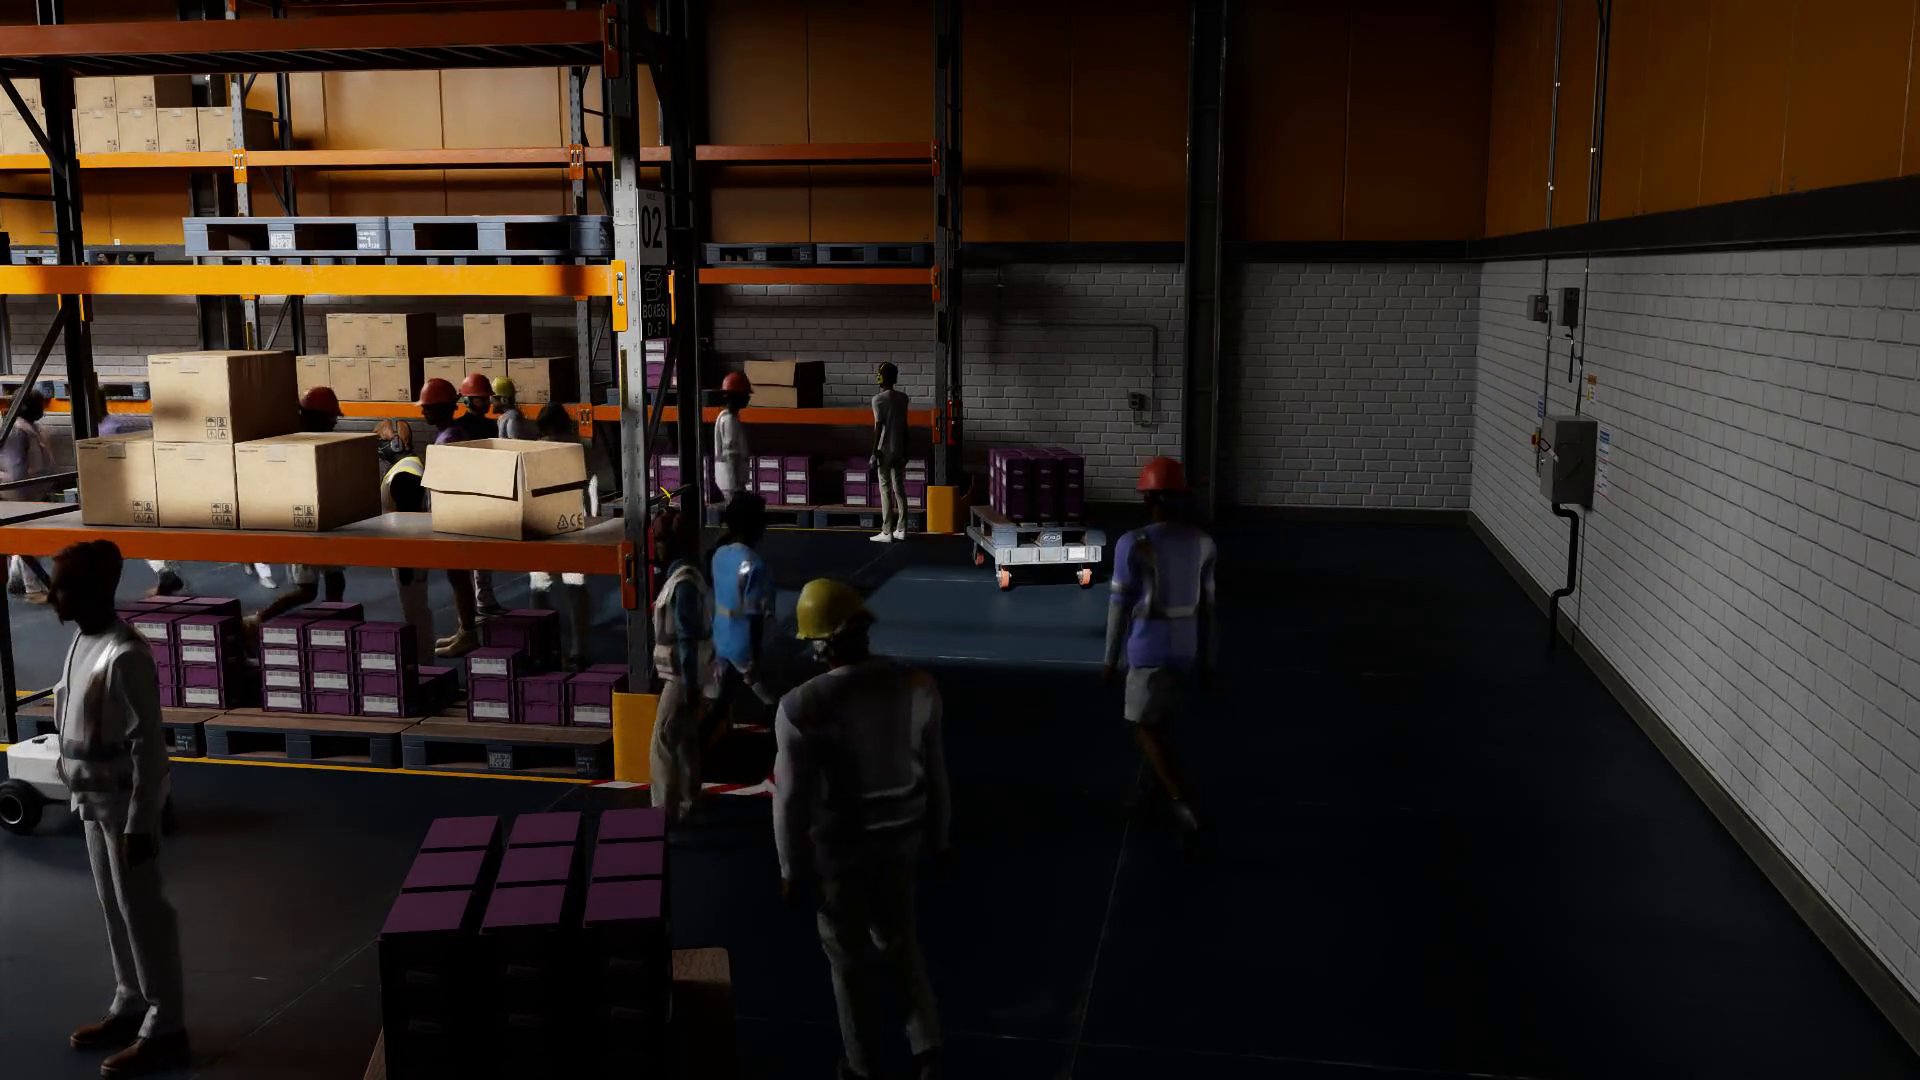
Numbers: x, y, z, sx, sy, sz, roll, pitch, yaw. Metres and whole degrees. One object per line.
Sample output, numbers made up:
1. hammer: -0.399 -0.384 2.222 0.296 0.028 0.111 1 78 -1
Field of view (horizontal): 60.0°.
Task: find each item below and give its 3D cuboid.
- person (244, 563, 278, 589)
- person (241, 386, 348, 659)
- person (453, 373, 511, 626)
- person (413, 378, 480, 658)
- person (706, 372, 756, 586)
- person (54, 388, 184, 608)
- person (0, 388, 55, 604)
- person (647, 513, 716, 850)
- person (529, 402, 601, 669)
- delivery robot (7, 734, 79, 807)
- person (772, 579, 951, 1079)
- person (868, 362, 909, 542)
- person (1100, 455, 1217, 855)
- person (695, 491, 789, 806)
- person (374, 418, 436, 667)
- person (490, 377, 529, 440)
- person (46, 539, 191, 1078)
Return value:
1. person: -6.307 -0.461 14.872 0.742 1.742 0.528 8 12 40
2. person: -4.617 -0.071 11.623 0.810 2.010 0.633 1 9 4
3. person: -3.833 -0.328 13.254 0.379 1.996 0.609 3 10 20
4. person: -3.719 -0.159 12.092 0.402 2.038 0.619 -3 10 -17
5. person: -2.018 -0.515 14.642 0.691 1.921 0.594 -1 9 -6
6. person: -7.077 -0.377 13.957 0.657 1.883 0.996 8 12 41
7. person: -7.944 -0.380 14.148 0.456 1.822 0.749 -4 10 -23
8. person: -1.398 0.680 8.144 0.408 1.623 0.541 -1 9 -8
9. person: -2.884 -0.042 11.886 0.670 1.867 1.077 -5 10 -28
10. delivery robot: -4.411 1.130 8.379 0.707 0.478 0.477 2 9 15
11. person: -0.331 1.017 5.536 0.614 1.796 0.410 -5 10 -26
12. person: -0.741 -0.907 17.253 0.311 1.867 0.532 8 12 41
13. person: 1.031 0.554 8.093 0.561 1.908 0.854 -5 10 -28
14. person: -1.167 0.574 8.754 0.844 1.661 0.526 -8 12 -42
15. person: -3.708 0.102 11.116 0.430 1.835 0.621 -3 10 -20
16. person: -4.303 -0.618 15.616 0.538 1.816 0.608 -3 10 -16
17. person: -2.959 0.926 5.831 0.337 1.879 0.584 -9 13 -43
